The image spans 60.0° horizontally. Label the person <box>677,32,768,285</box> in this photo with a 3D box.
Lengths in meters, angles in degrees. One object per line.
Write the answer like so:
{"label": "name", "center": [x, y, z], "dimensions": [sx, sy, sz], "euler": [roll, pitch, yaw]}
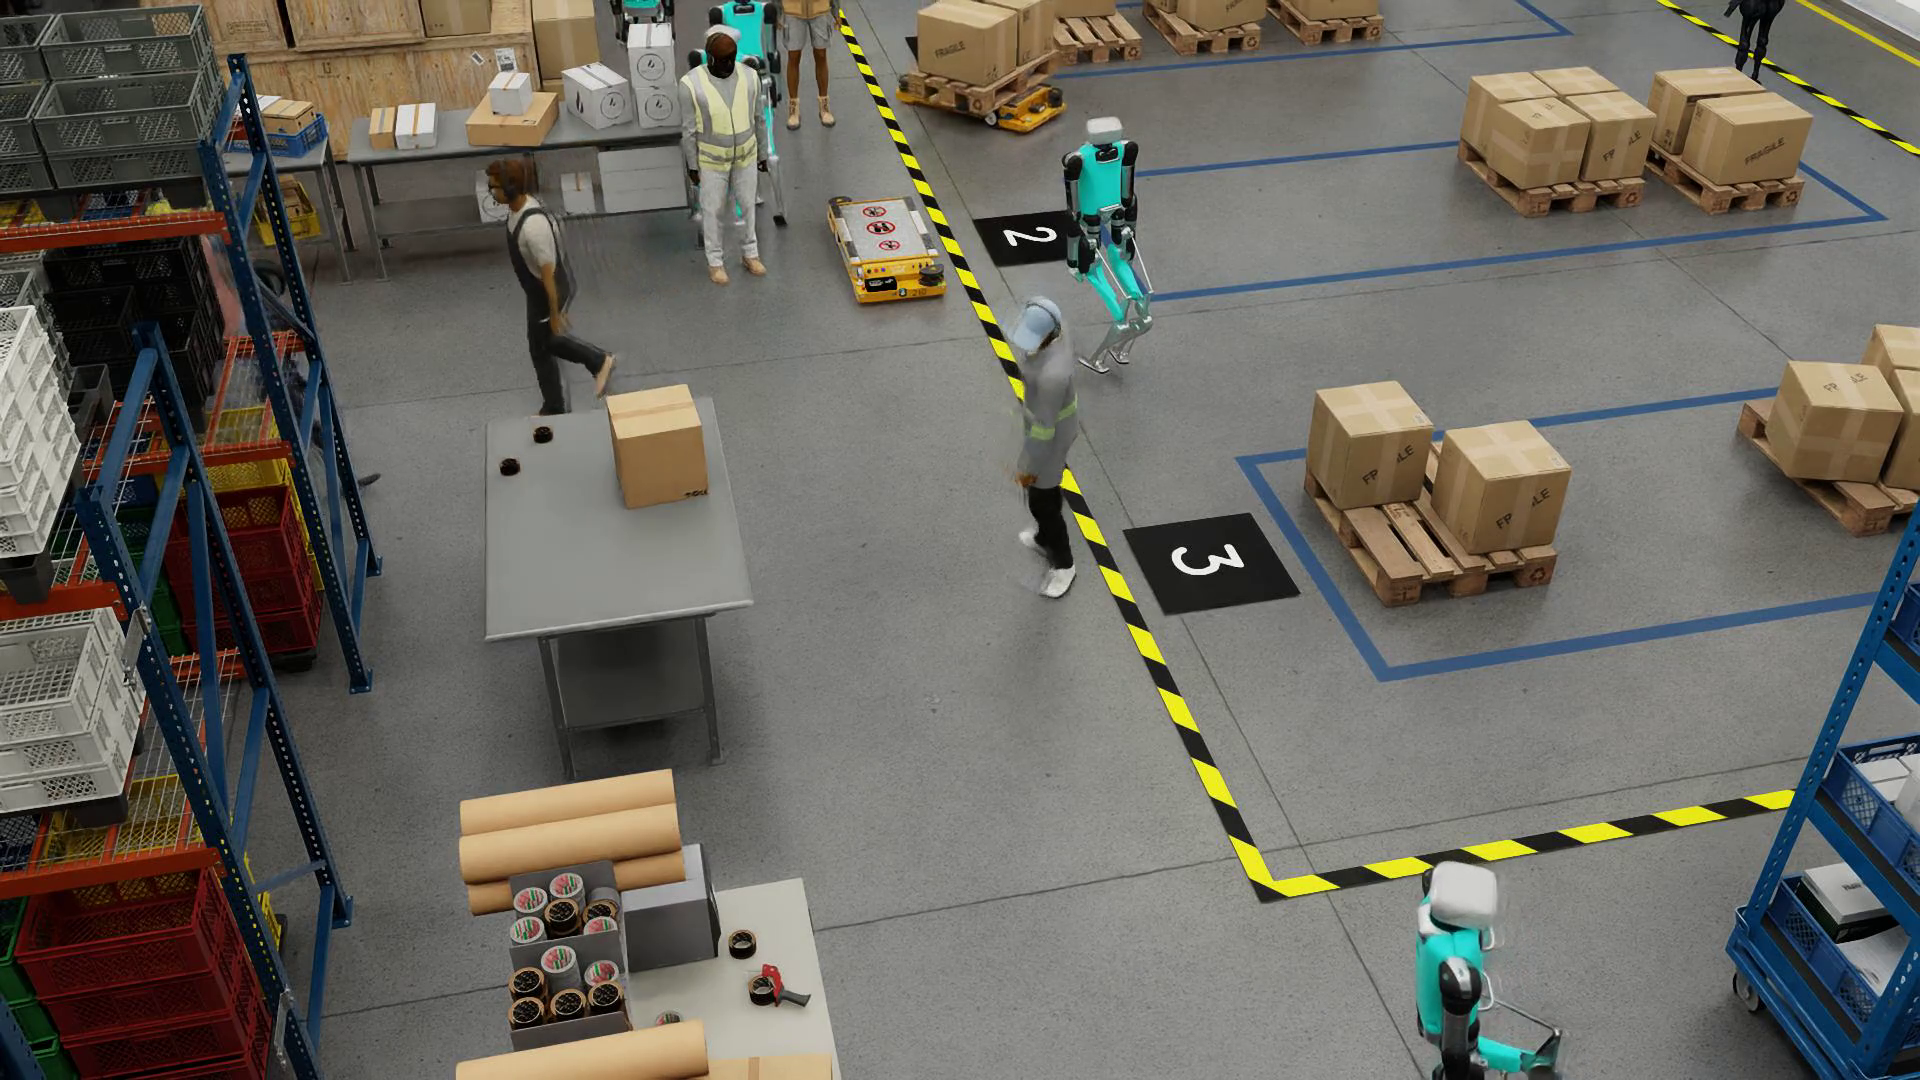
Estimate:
{"label": "person", "center": [-1.663, -2.738, 11.927], "dimensions": [0.629, 1.835, 0.428], "euler": [-16, 40, -21]}

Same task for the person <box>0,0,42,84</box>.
{"label": "person", "center": [-8.612, -4.973, 14.920], "dimensions": [0.554, 1.843, 0.763], "euler": [-23, 42, -28]}

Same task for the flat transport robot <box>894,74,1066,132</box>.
{"label": "flat transport robot", "center": [0.176, -4.000, 14.907], "dimensions": [1.431, 0.197, 0.652], "euler": [22, 42, 26]}

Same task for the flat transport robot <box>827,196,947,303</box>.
{"label": "flat transport robot", "center": [-0.570, -2.220, 12.538], "dimensions": [0.659, 0.231, 1.431], "euler": [-8, 37, -10]}

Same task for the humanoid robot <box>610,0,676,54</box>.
{"label": "humanoid robot", "center": [-2.654, -4.353, 14.240], "dimensions": [0.540, 1.859, 0.737], "euler": [0, 37, 0]}

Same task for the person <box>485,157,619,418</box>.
{"label": "person", "center": [-2.523, -1.535, 10.313], "dimensions": [0.602, 1.823, 0.540], "euler": [-13, 39, -17]}

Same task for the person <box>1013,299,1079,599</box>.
{"label": "person", "center": [0.467, -0.553, 9.013], "dimensions": [0.375, 1.812, 0.695], "euler": [2, 37, 3]}

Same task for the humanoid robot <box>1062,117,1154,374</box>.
{"label": "humanoid robot", "center": [1.009, -1.818, 10.654], "dimensions": [0.533, 1.677, 0.735], "euler": [-19, 41, -23]}

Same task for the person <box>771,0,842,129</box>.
{"label": "person", "center": [-1.300, -4.503, 14.125], "dimensions": [0.605, 2.039, 0.385], "euler": [-6, 37, -8]}

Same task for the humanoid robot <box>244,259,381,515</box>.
{"label": "humanoid robot", "center": [-3.803, -0.847, 9.524], "dimensions": [0.710, 1.633, 0.585], "euler": [-13, 38, -16]}

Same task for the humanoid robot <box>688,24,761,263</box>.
{"label": "humanoid robot", "center": [-1.737, -2.762, 12.029], "dimensions": [0.547, 1.786, 0.659], "euler": [10, 38, 13]}

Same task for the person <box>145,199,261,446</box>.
{"label": "person", "center": [-4.568, -1.306, 10.102], "dimensions": [0.933, 1.697, 0.553], "euler": [-3, 37, -4]}

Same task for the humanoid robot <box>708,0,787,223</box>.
{"label": "humanoid robot", "center": [-1.567, -3.293, 12.819], "dimensions": [0.542, 1.851, 0.886], "euler": [-11, 38, -14]}

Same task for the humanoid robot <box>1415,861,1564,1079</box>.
{"label": "humanoid robot", "center": [1.852, 1.808, 5.890], "dimensions": [1.019, 1.722, 0.538], "euler": [3, 37, 4]}

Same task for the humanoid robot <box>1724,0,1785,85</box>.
{"label": "humanoid robot", "center": [7.197, -4.892, 14.938], "dimensions": [0.599, 1.654, 0.315], "euler": [-15, 39, -19]}
